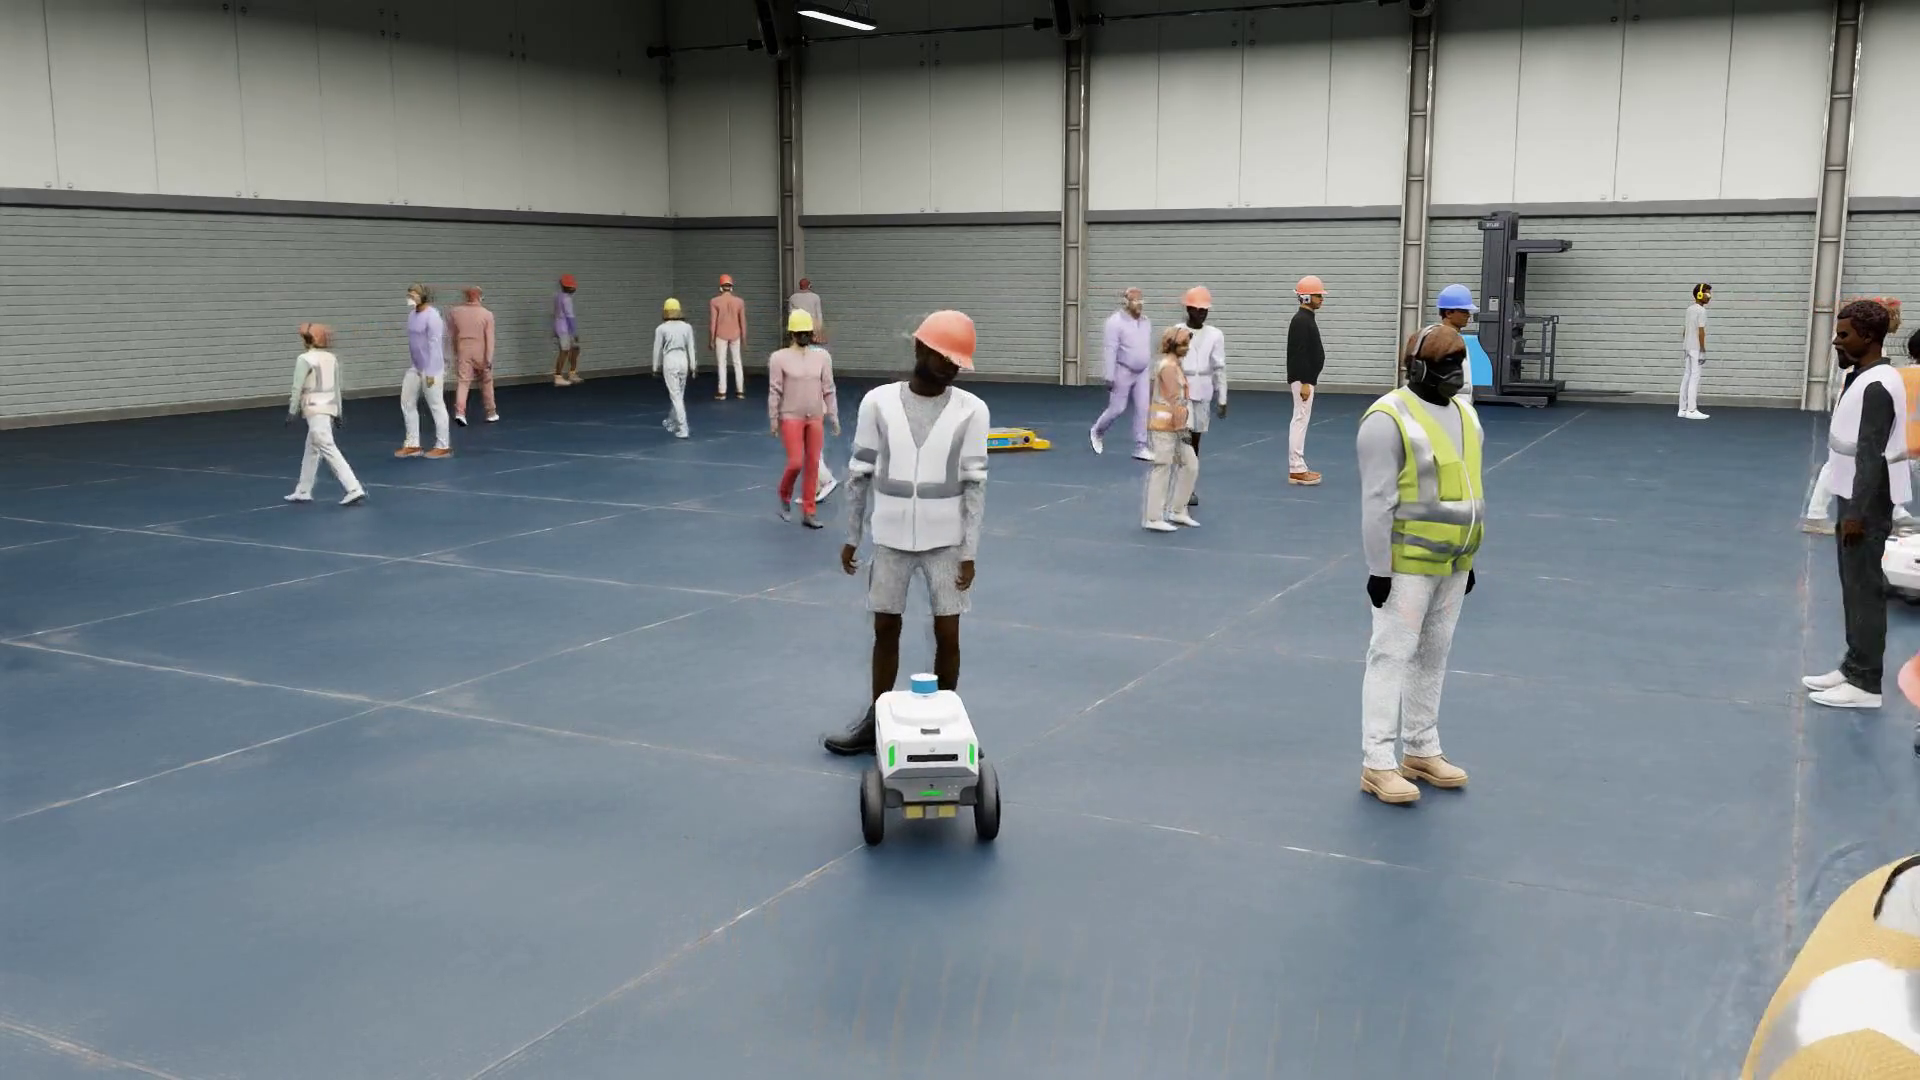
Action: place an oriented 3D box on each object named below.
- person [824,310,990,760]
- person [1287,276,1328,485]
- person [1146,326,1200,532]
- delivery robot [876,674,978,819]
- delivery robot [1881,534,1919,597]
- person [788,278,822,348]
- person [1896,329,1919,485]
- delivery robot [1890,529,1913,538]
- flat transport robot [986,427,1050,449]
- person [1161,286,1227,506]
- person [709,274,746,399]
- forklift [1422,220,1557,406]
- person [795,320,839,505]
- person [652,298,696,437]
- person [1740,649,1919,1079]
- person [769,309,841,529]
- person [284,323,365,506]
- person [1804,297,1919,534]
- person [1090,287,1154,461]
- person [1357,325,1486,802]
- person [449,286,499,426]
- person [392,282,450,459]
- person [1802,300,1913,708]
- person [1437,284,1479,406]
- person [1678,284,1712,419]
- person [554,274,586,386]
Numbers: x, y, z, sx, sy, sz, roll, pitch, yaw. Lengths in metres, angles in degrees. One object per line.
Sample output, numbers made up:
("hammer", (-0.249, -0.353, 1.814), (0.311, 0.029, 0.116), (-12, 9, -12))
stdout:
("person", (-0.247, 0.005, 6.885), (0.728, 1.896, 0.393), (1, 9, 5))
("person", (3.351, -1.551, 16.126), (0.375, 1.995, 0.611), (2, 9, 13))
("person", (1.718, -0.863, 13.051), (0.553, 1.618, 0.509), (3, 10, 16))
("delivery robot", (-0.133, 0.745, 6.232), (0.477, 0.478, 0.707), (-1, 9, -6))
("delivery robot", (5.809, 0.138, 9.966), (0.477, 0.478, 0.707), (-4, 10, -23))
("person", (-2.958, -4.078, 31.972), (0.643, 1.913, 0.410), (1, 9, 5))
("person", (6.715, -0.670, 11.729), (0.858, 1.653, 0.545), (-3, 10, -19))
("delivery robot", (6.187, -0.052, 10.351), (0.698, 0.223, 0.335), (7, 11, 35))
("flat transport robot", (0.253, -1.153, 19.099), (1.431, 0.197, 0.652), (-4, 10, -24))
("person", (2.065, -1.243, 14.501), (0.567, 1.899, 0.851), (-2, 9, -12))
("person", (-3.745, -3.269, 26.721), (0.622, 1.991, 0.398), (-5, 11, -30))
("forklift", (8.245, -3.527, 25.720), (1.873, 2.768, 1.129), (5, 10, 27))
("person", (-1.330, -1.116, 14.570), (0.358, 1.629, 0.515), (-1, 9, -7))
("person", (-3.589, -2.146, 20.681), (0.510, 1.691, 0.887), (-7, 11, -36))
("person", (0.841, 0.898, 1.341), (1.009, 1.880, 0.550), (6, 11, 35))
("person", (-1.250, -0.963, 13.269), (0.534, 1.750, 0.384), (-6, 11, -31))
("person", (-5.611, -1.108, 14.607), (0.840, 1.600, 0.516), (1, 9, 8))
("person", (7.072, -0.942, 12.826), (0.950, 1.835, 0.615), (7, 11, 36))
("person", (1.792, -1.828, 18.210), (0.656, 1.881, 0.819), (-7, 11, -36))
("person", (1.816, 0.085, 6.506), (0.633, 1.841, 0.429), (-7, 12, -38))
("person", (-6.513, -2.466, 22.242), (0.634, 1.860, 1.029), (1, 9, 3))
("person", (-5.900, -1.823, 18.033), (0.726, 1.914, 0.663), (-9, 13, -44))
("person", (4.299, -0.176, 7.908), (0.378, 1.913, 0.587), (4, 10, 21))
("person", (3.554, -0.883, 12.143), (0.395, 1.945, 0.618), (5, 11, 30))
("person", (10.279, -2.636, 23.230), (0.335, 1.863, 0.519), (0, 9, 0))
("person", (-6.955, -3.726, 29.599), (0.653, 1.978, 0.711), (-2, 9, -11))
